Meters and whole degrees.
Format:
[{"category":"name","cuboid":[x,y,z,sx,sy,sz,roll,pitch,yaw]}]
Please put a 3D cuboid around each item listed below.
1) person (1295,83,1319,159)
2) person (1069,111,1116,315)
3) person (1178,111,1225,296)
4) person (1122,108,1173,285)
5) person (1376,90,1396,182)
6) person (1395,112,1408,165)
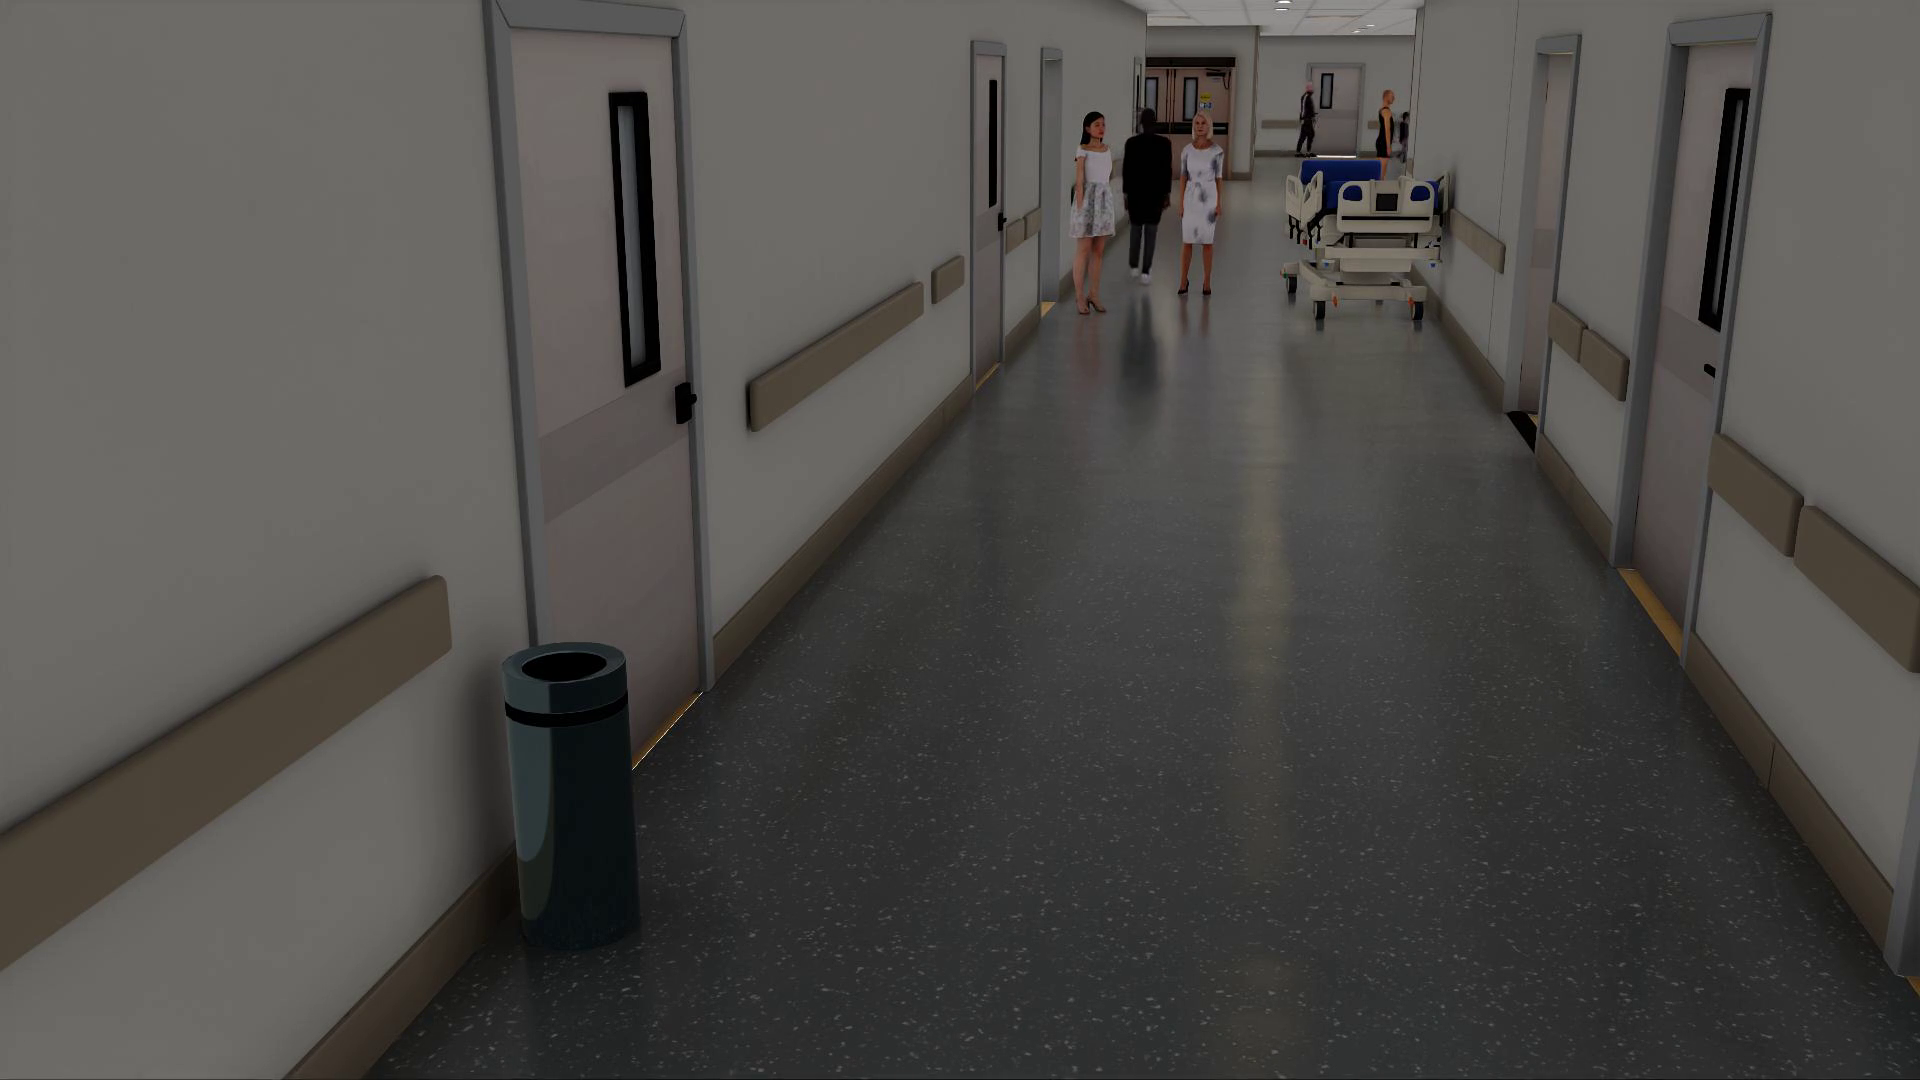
[{"category":"person","cuboid":[8.577,-10.489,41.668,0.870,1.810,0.755,5,16,17]},{"category":"person","cuboid":[1.196,-2.939,14.951,0.775,1.775,0.823,-13,20,-39]},{"category":"person","cuboid":[2.334,-3.273,16.180,0.435,1.750,0.625,3,16,11]},{"category":"person","cuboid":[1.882,-3.477,16.917,0.714,1.744,0.721,4,16,14]},{"category":"person","cuboid":[7.173,-6.691,28.185,0.548,1.815,0.668,1,16,3]},{"category":"person","cuboid":[10.358,-9.363,38.791,0.865,1.202,0.797,-11,19,-34]}]
